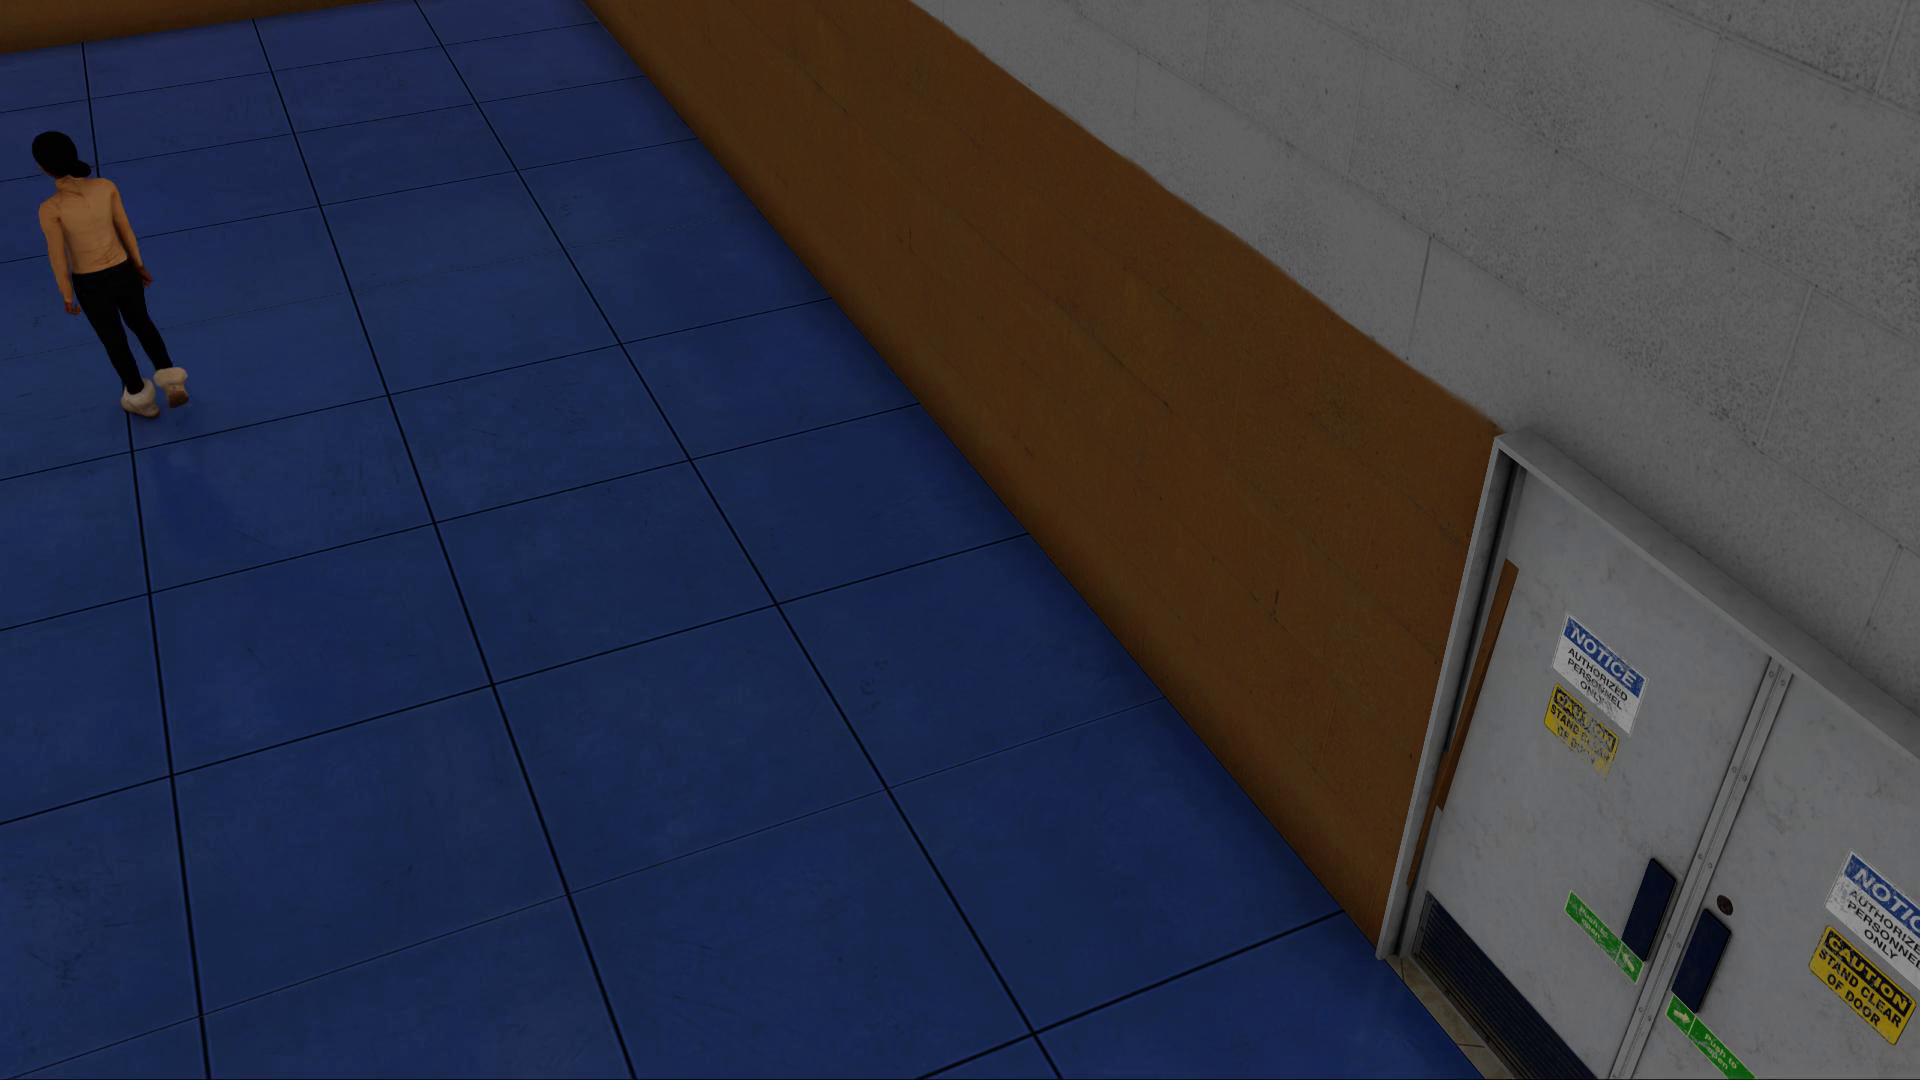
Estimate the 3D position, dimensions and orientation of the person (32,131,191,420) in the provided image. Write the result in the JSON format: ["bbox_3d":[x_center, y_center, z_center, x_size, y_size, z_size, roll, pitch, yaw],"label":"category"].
[{"bbox_3d":[-4.380,-1.328,8.613,0.845,1.653,0.822,26,44,30],"label":"person"}]
